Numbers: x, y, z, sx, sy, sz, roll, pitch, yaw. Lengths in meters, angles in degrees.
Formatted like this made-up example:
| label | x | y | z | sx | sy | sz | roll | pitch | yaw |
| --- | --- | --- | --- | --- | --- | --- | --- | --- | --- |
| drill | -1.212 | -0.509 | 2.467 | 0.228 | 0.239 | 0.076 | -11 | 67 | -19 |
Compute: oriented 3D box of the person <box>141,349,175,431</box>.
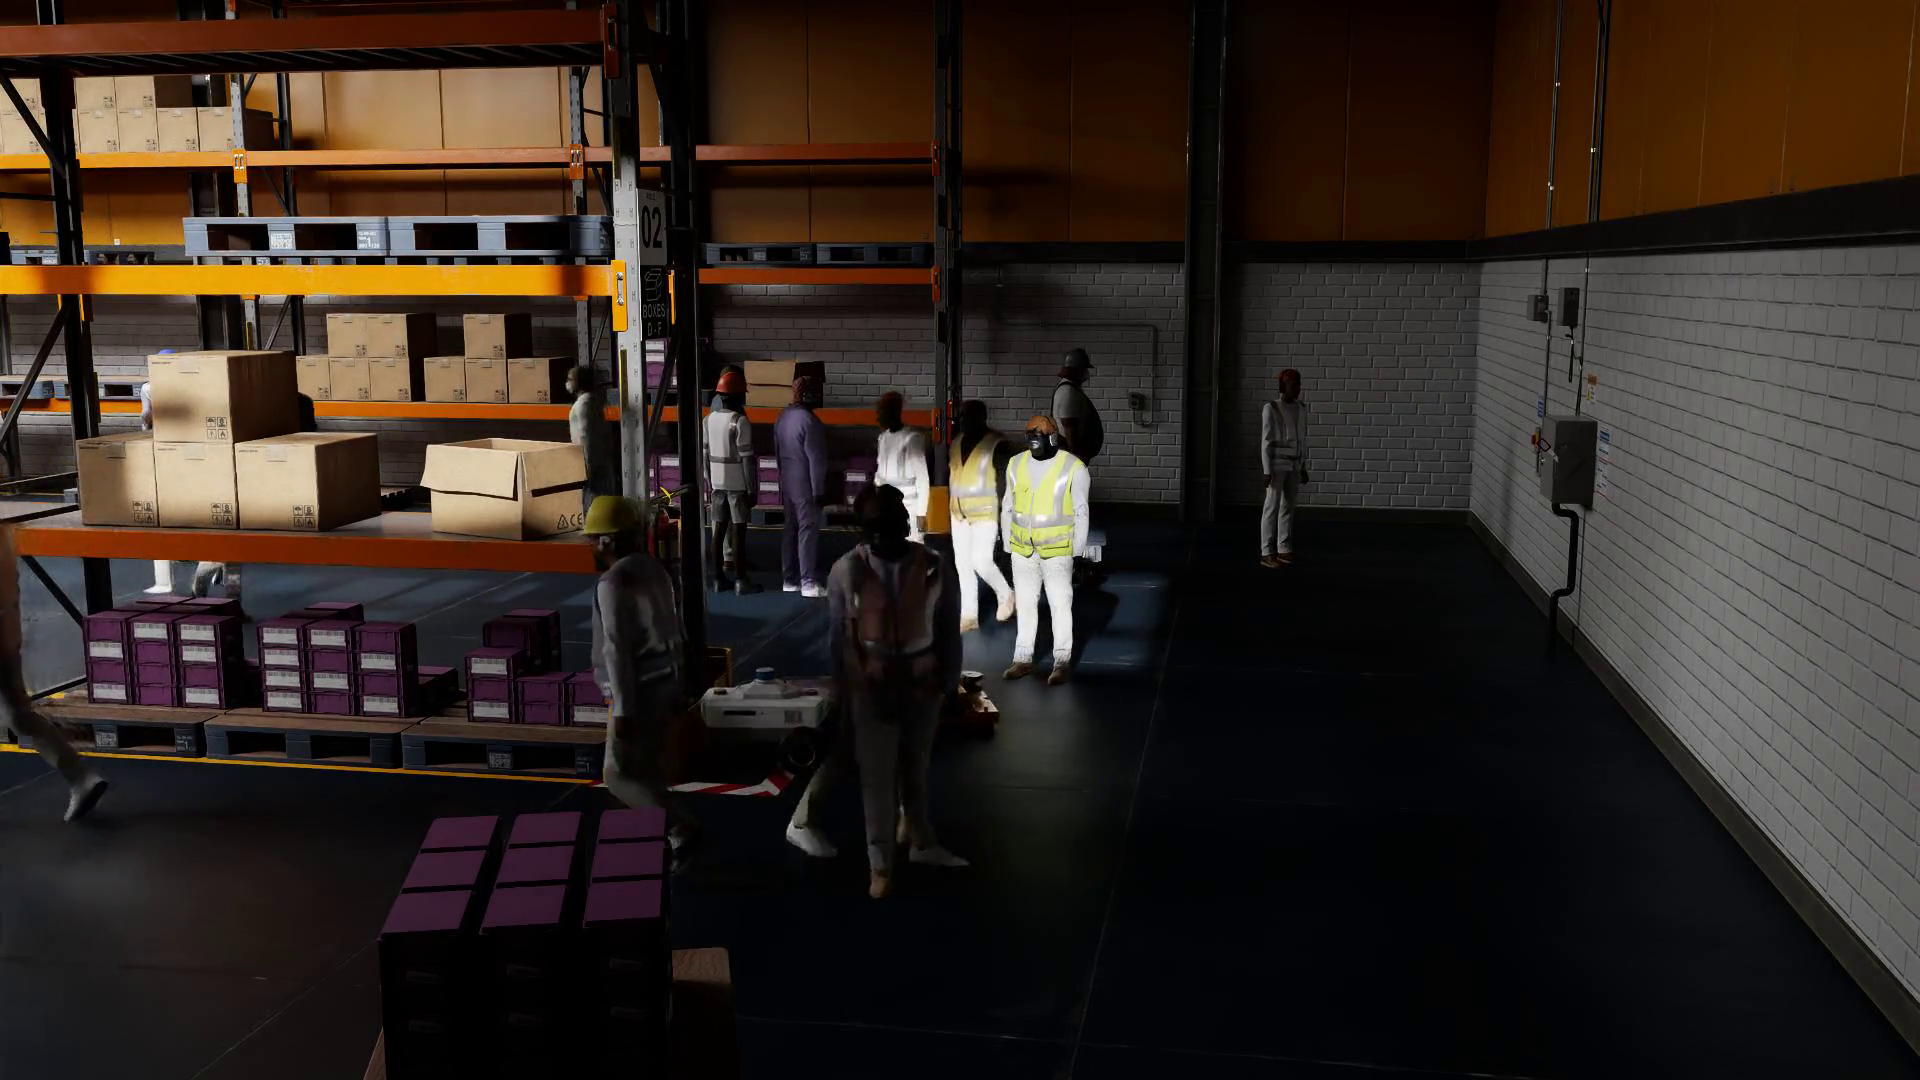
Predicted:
| label | x | y | z | sx | sy | sz | roll | pitch | yaw |
| --- | --- | --- | --- | --- | --- | --- | --- | --- | --- |
| person | -8.709 | -1.133 | 18.419 | 0.603 | 1.942 | 0.402 | -5 | 10 | -27 |

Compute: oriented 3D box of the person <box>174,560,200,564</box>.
| label | x | y | z | sx | sy | sz | roll | pitch | yaw |
| --- | --- | --- | --- | --- | --- | --- | --- | --- | --- |
| person | -7.417 | -0.686 | 15.982 | 0.404 | 1.835 | 0.589 | 0 | 9 | 2 |

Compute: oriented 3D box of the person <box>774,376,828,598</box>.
| label | x | y | z | sx | sy | sz | roll | pitch | yaw |
| --- | --- | --- | --- | --- | --- | --- | --- | --- | --- |
| person | -1.330 | -0.460 | 14.352 | 0.399 | 1.908 | 0.643 | -6 | 11 | -35 |

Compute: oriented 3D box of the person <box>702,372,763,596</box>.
| label | x | y | z | sx | sy | sz | roll | pitch | yaw |
| --- | --- | --- | --- | --- | --- | --- | --- | --- | --- |
| person | -1.970 | -0.486 | 14.418 | 0.552 | 1.937 | 0.356 | 6 | 11 | 35 |

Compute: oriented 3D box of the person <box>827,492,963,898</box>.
| label | x | y | z | sx | sy | sz | roll | pitch | yaw |
| --- | --- | --- | --- | --- | --- | --- | --- | --- | --- |
| person | -0.306 | 0.660 | 7.794 | 0.627 | 1.801 | 0.951 | -1 | 9 | -6 |

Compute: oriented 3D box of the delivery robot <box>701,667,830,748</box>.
| label | x | y | z | sx | sy | sz | roll | pitch | yaw |
| --- | --- | --- | --- | --- | --- | --- | --- | --- | --- |
| delivery robot | -1.098 | 0.965 | 9.405 | 0.707 | 0.478 | 0.477 | 0 | 9 | 2 |

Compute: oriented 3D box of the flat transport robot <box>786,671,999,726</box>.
| label | x | y | z | sx | sy | sz | roll | pitch | yaw |
| --- | --- | --- | --- | --- | --- | --- | --- | --- | --- |
| flat transport robot | -0.524 | 1.001 | 10.345 | 1.431 | 0.197 | 0.652 | -2 | 9 | -10 |

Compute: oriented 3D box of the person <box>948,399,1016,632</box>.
| label | x | y | z | sx | sy | sz | roll | pitch | yaw |
| --- | --- | --- | --- | --- | --- | --- | --- | --- | --- |
| person | 0.150 | -0.189 | 12.922 | 0.635 | 1.824 | 0.504 | 8 | 12 | 42 |

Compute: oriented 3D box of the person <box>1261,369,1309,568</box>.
| label | x | y | z | sx | sy | sz | roll | pitch | yaw |
| --- | --- | --- | --- | --- | --- | --- | --- | --- | --- |
| person | 3.091 | -0.683 | 15.812 | 0.574 | 1.882 | 0.358 | -7 | 11 | -36 |

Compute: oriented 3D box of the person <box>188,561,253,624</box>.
| label | x | y | z | sx | sy | sz | roll | pitch | yaw |
| --- | --- | --- | --- | --- | --- | --- | --- | --- | --- |
| person | -5.867 | -0.276 | 13.194 | 0.478 | 1.924 | 0.625 | 6 | 11 | 31 |

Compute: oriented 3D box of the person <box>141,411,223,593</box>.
| label | x | y | z | sx | sy | sz | roll | pitch | yaw |
| --- | --- | --- | --- | --- | --- | --- | --- | --- | --- |
| person | -6.791 | -0.325 | 14.427 | 0.613 | 1.618 | 0.537 | 1 | 9 | 5 |

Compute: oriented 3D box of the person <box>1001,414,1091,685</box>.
| label | x | y | z | sx | sy | sz | roll | pitch | yaw |
| --- | --- | --- | --- | --- | --- | --- | --- | --- | --- |
| person | 0.559 | 0.064 | 11.307 | 0.634 | 1.841 | 0.429 | 5 | 10 | 27 |

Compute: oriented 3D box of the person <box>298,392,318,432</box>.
| label | x | y | z | sx | sy | sz | roll | pitch | yaw |
| --- | --- | --- | --- | --- | --- | --- | --- | --- | --- |
| person | -6.580 | -0.794 | 16.232 | 0.687 | 1.968 | 0.559 | -6 | 11 | -32 |

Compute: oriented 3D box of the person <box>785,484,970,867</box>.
| label | x | y | z | sx | sy | sz | roll | pitch | yaw |
| --- | --- | --- | --- | --- | --- | --- | --- | --- | --- |
| person | -0.432 | 0.650 | 7.829 | 0.919 | 1.833 | 0.510 | 4 | 10 | 26 |

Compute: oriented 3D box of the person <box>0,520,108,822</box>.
| label | x | y | z | sx | sy | sz | roll | pitch | yaw |
| --- | --- | --- | --- | --- | --- | --- | --- | --- | --- |
| person | -4.817 | 0.524 | 8.310 | 0.918 | 1.897 | 0.600 | 0 | 9 | 1 |

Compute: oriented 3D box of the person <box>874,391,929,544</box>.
| label | x | y | z | sx | sy | sz | roll | pitch | yaw |
| --- | --- | --- | --- | --- | --- | --- | --- | --- | --- |
| person | -0.437 | -0.236 | 13.123 | 0.364 | 1.867 | 0.640 | -6 | 11 | -35 |

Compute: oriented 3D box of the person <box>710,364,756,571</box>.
| label | x | y | z | sx | sy | sz | roll | pitch | yaw |
| --- | --- | --- | --- | --- | --- | --- | --- | --- | --- |
| person | -2.159 | -0.683 | 15.636 | 0.355 | 1.938 | 0.634 | -4 | 10 | -25 |

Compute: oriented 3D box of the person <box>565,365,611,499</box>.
| label | x | y | z | sx | sy | sz | roll | pitch | yaw |
| --- | --- | --- | --- | --- | --- | --- | --- | --- | --- |
| person | -3.734 | -0.748 | 16.184 | 0.983 | 1.888 | 0.655 | 0 | 9 | 1 |

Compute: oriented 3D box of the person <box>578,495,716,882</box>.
| label | x | y | z | sx | sy | sz | roll | pitch | yaw |
| --- | --- | --- | --- | --- | --- | --- | --- | --- | --- |
| person | -1.441 | 0.687 | 7.612 | 0.621 | 1.790 | 0.603 | 2 | 9 | 12 |

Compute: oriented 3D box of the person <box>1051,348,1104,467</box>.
| label | x | y | z | sx | sy | sz | roll | pitch | yaw |
| --- | --- | --- | --- | --- | --- | --- | --- | --- | --- |
| person | 1.180 | -0.919 | 16.786 | 0.536 | 2.000 | 0.688 | 0 | 9 | -1 |
